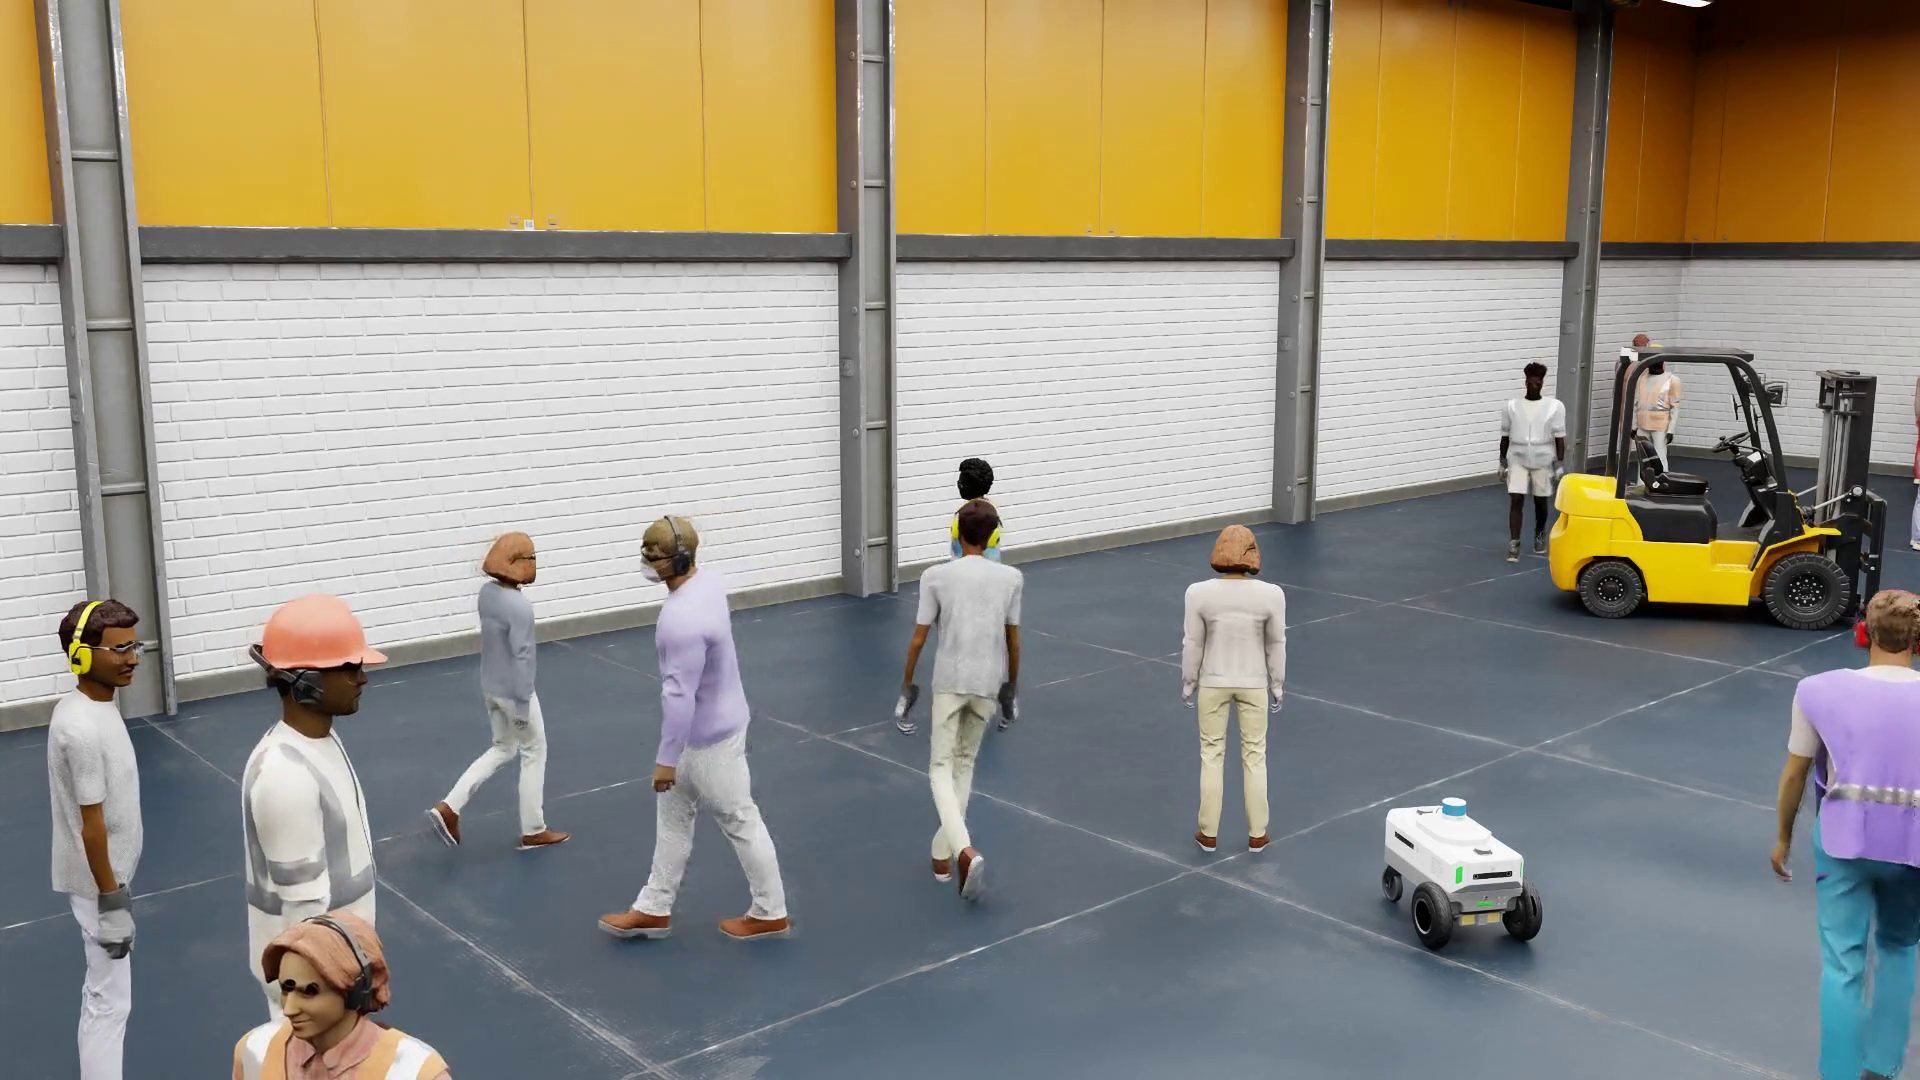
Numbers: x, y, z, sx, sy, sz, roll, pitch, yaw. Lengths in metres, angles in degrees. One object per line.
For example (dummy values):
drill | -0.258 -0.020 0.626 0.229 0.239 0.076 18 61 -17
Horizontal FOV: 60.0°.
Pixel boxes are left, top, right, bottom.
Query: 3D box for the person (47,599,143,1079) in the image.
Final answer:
person | -2.731 1.110 5.362 0.334 1.865 0.520 -5 11 -26

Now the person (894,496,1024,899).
person | 0.026 0.737 7.688 0.608 1.820 0.712 -2 10 -9

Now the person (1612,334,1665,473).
person | 9.124 -1.821 22.399 0.652 1.904 0.402 3 10 18

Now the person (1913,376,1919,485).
person | 12.487 -1.560 21.281 0.316 1.767 0.522 -6 12 -34

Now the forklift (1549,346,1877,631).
forklift | 6.109 -0.478 13.691 2.313 2.155 1.214 3 10 16

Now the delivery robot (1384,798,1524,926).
delivery robot | 2.165 1.380 7.327 0.477 0.478 0.707 -2 10 -12

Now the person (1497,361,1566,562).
person | 5.579 -0.783 16.244 0.620 1.937 0.883 4 10 22

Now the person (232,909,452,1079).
person | -1.258 1.550 3.447 0.524 1.640 0.313 2 10 14

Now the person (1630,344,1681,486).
person | 8.128 -1.333 19.509 0.381 1.917 0.585 -6 11 -30

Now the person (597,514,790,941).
person | -1.145 0.818 6.988 0.897 1.887 0.659 -2 10 -9

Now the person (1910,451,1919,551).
person | 9.730 -0.757 16.599 0.322 1.761 0.522 5 11 27

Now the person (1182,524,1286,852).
person | 1.349 0.734 8.232 0.505 1.631 0.281 1 10 6

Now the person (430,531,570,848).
person | -2.264 0.758 8.150 0.585 1.611 0.507 -9 13 -42

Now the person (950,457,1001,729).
person | 0.101 0.330 10.416 0.317 1.696 0.538 3 10 14

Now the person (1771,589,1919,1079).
person | 3.111 1.075 5.679 0.586 1.812 0.547 3 10 17

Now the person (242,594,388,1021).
person | -1.736 1.155 4.590 0.389 2.038 0.613 -2 10 -12
